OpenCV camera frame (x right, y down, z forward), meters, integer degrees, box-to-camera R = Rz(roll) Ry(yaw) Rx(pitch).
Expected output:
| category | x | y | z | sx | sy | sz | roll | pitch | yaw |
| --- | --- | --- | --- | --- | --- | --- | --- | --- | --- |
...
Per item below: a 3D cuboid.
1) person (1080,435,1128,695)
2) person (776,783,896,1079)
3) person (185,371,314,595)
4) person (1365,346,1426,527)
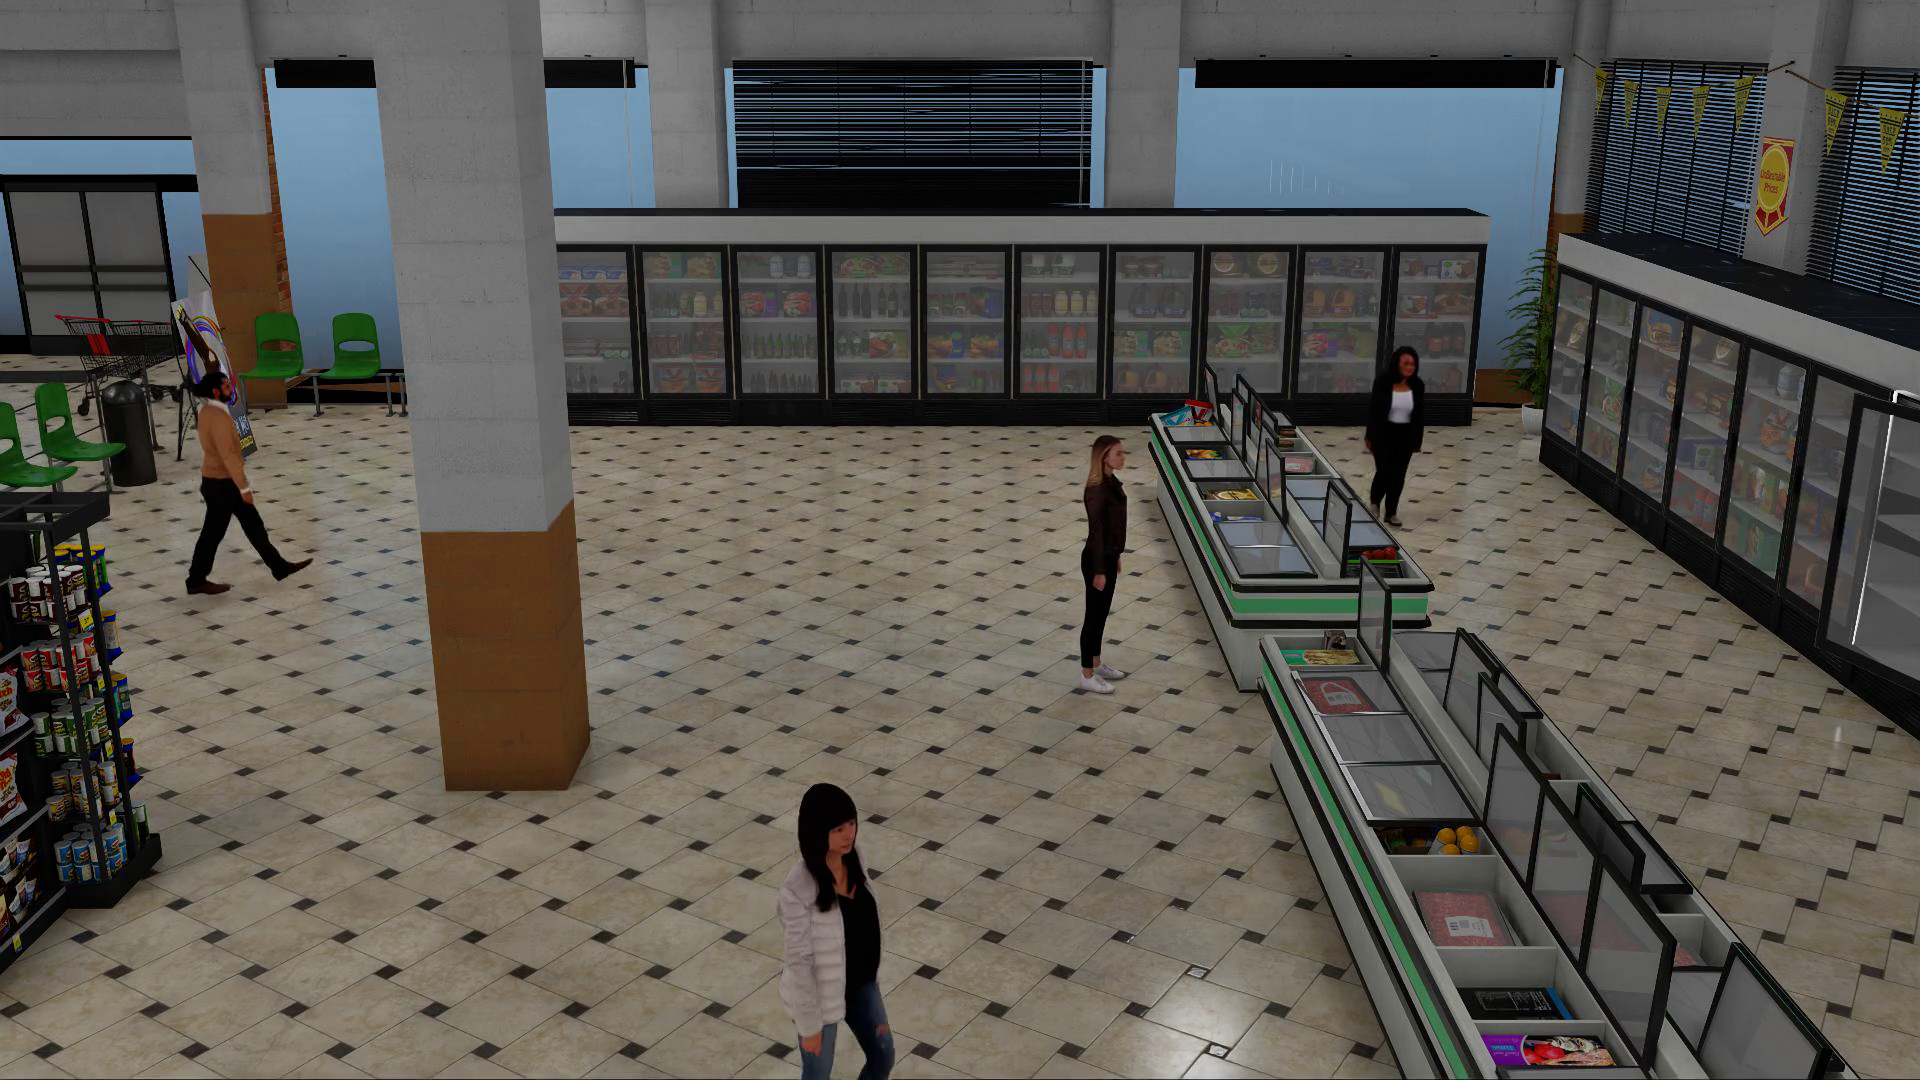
| category | x | y | z | sx | sy | sz | roll | pitch | yaw |
| --- | --- | --- | --- | --- | --- | --- | --- | --- | --- |
| person | 0.923 | 0.140 | 10.900 | 0.728 | 1.704 | 0.565 | 6 | 18 | 20 |
| person | -0.528 | 1.623 | 6.148 | 0.839 | 1.627 | 0.760 | 13 | 21 | 35 |
| person | -5.666 | -0.386 | 12.630 | 1.081 | 1.705 | 1.209 | -8 | 19 | -24 |
| person | 3.763 | -0.916 | 14.555 | 0.705 | 1.601 | 0.693 | -2 | 17 | -8 |
